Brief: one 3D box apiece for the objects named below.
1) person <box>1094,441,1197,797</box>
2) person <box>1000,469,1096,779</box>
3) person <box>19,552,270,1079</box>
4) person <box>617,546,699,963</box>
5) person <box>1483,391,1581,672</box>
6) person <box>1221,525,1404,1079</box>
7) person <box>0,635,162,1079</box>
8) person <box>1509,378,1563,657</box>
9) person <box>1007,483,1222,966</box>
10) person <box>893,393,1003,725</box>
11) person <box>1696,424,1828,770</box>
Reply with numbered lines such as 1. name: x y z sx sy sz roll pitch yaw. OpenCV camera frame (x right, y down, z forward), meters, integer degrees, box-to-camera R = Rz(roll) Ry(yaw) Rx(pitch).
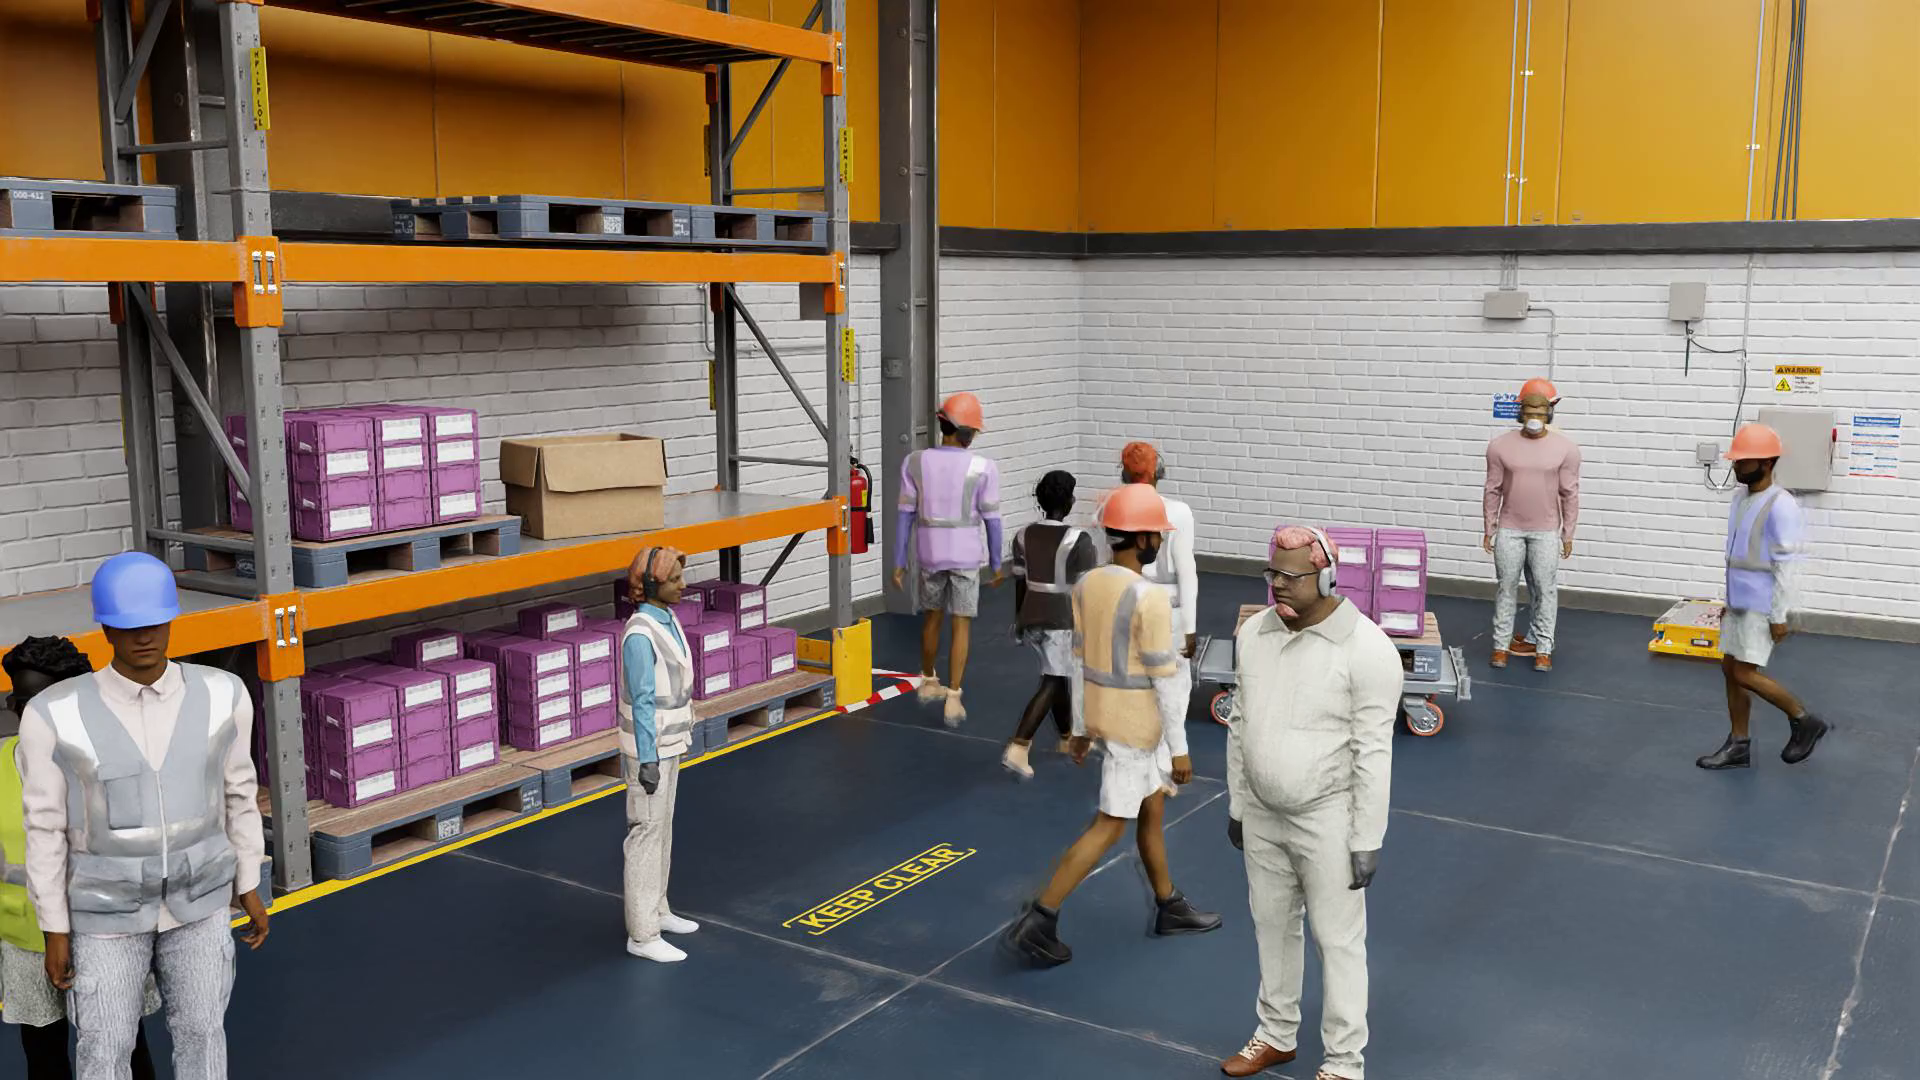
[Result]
1. person: 0.967 0.424 8.610 0.616 1.858 0.398 6 10 32
2. person: 0.485 0.444 9.043 0.835 1.664 0.539 -8 12 -42
3. person: -2.214 0.991 4.570 0.604 1.949 0.398 -7 11 -39
4. person: -1.203 0.833 6.604 0.310 1.638 0.523 0 9 1
5. person: 3.926 -0.061 11.481 0.628 1.933 0.366 4 10 26
6. person: 1.101 0.892 5.401 0.401 1.900 0.636 -7 11 -40
7. person: -2.508 1.099 4.689 0.539 1.696 0.317 0 9 -2
8. person: 4.119 -0.162 11.917 0.397 1.992 0.623 5 10 30
9. person: 0.613 0.721 6.533 0.985 1.900 0.558 -4 10 -23
10. person: -0.044 0.103 10.214 0.659 1.991 0.764 3 9 16
11. person: 4.358 0.326 9.015 0.561 1.922 0.545 0 9 -1
